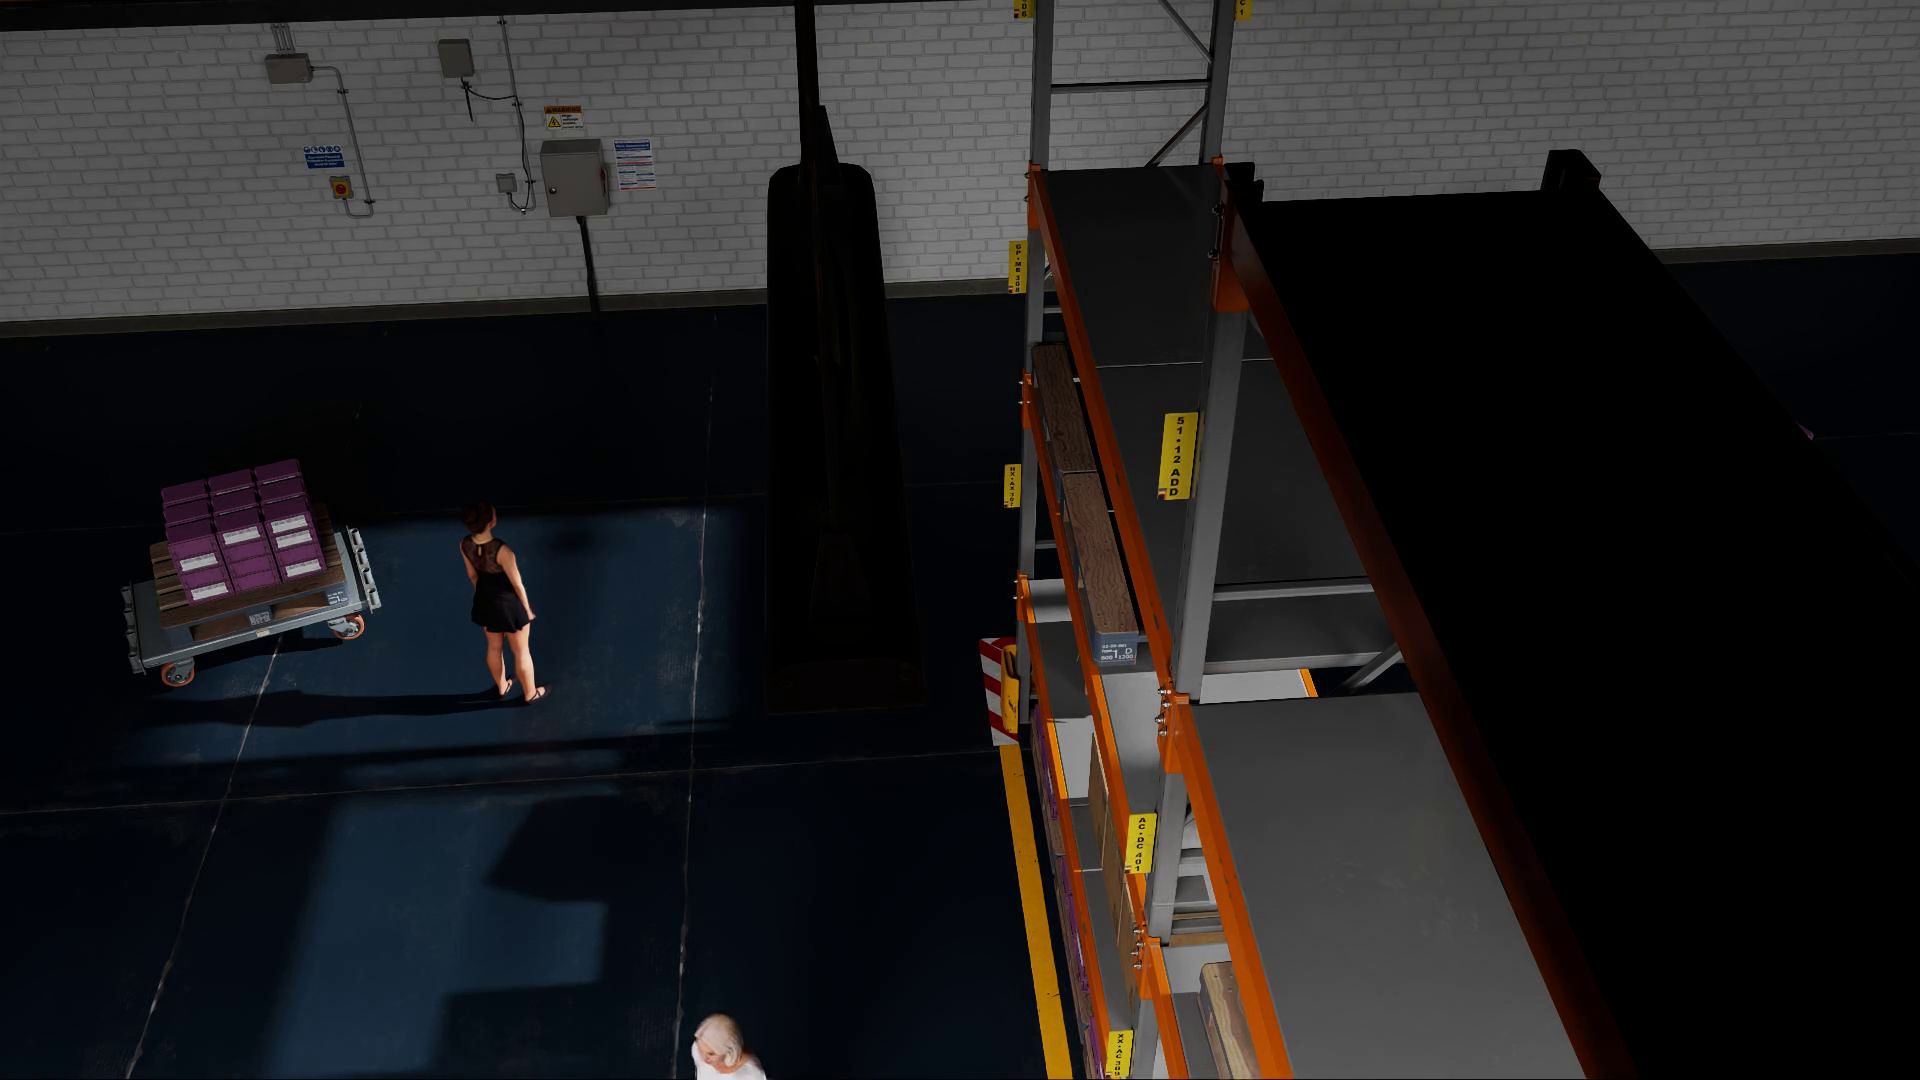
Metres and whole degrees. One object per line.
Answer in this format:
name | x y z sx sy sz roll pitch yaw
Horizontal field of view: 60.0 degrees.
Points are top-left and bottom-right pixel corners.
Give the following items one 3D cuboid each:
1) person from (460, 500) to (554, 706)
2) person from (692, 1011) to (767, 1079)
person | -3.042 0.414 10.992 0.667 1.671 0.692 14 41 17
person | -1.014 2.737 8.046 1.035 1.720 1.135 23 44 26
